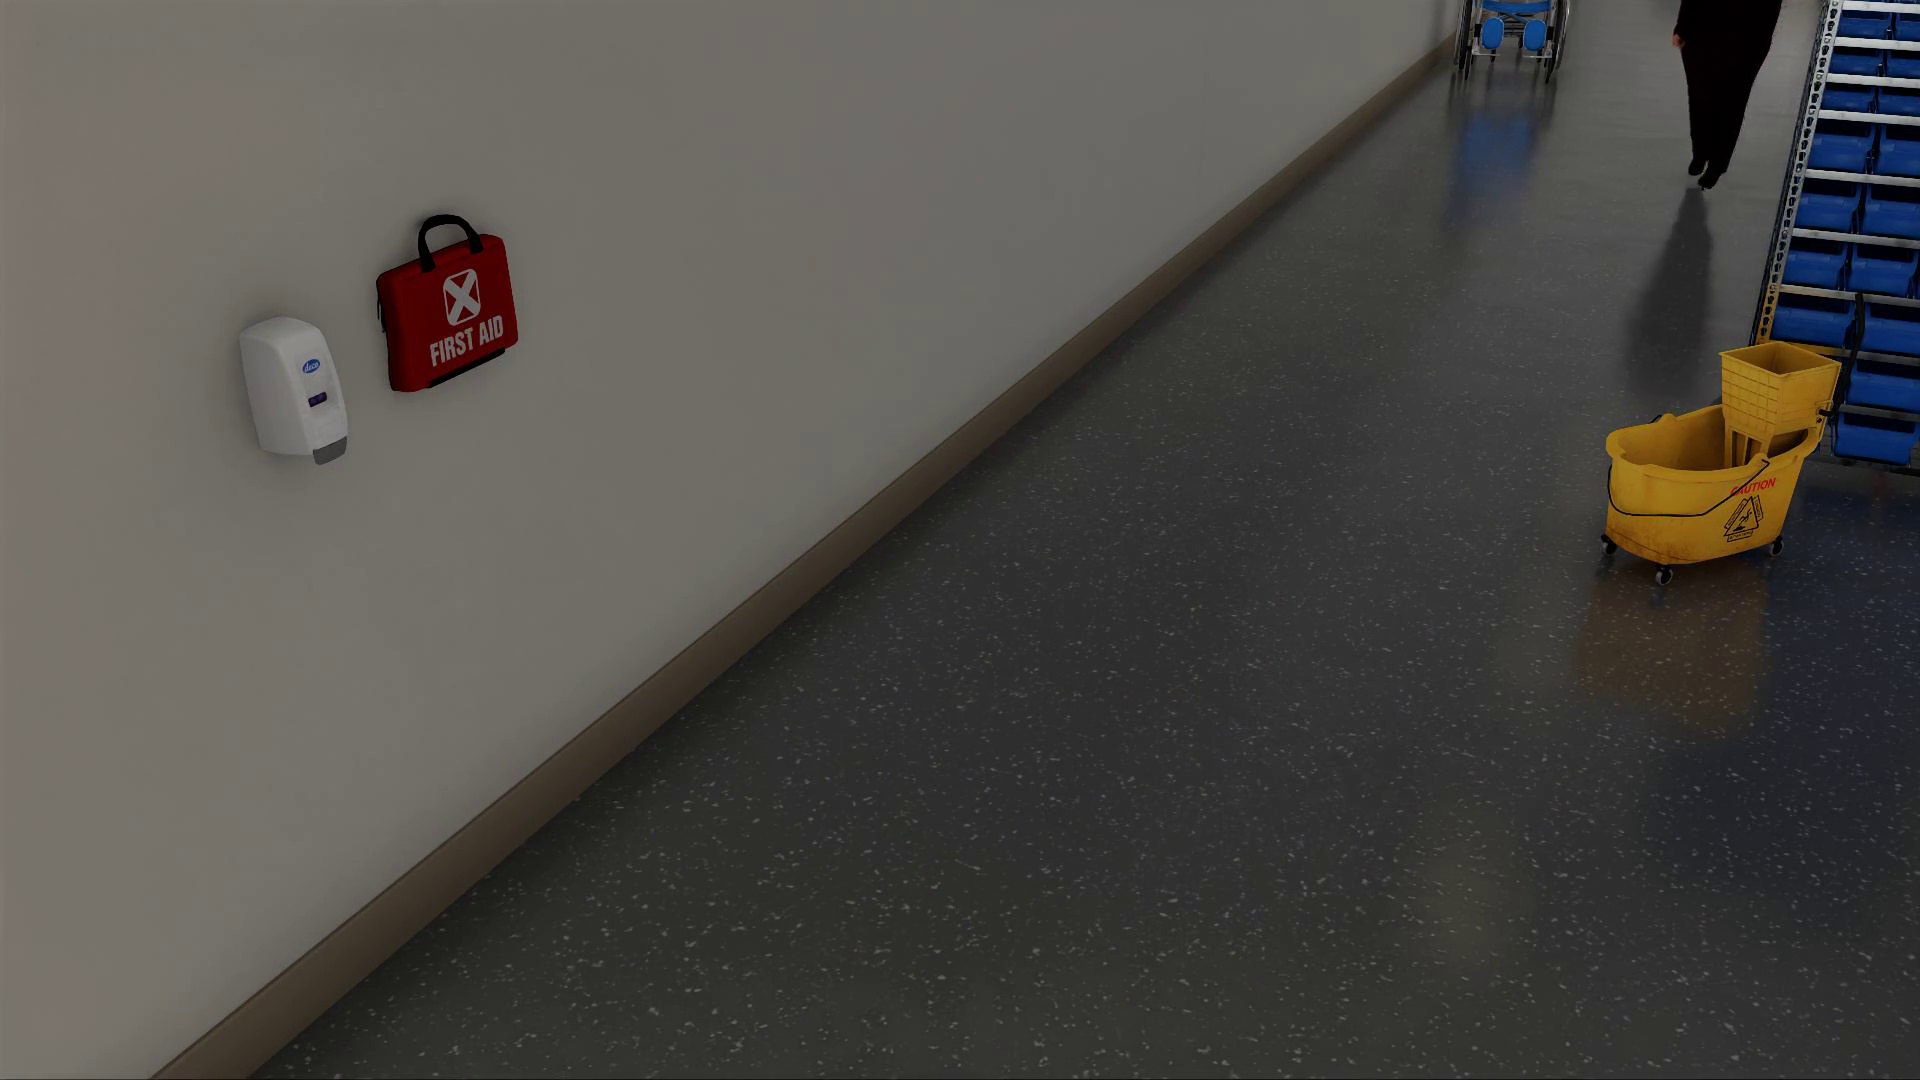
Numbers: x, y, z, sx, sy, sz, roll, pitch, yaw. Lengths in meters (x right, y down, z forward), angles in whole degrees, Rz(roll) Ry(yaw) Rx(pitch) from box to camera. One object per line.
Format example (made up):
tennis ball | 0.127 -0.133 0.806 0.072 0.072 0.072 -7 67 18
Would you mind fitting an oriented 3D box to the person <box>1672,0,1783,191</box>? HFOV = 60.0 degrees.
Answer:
person | 4.514 -2.944 9.793 1.114 1.714 0.878 18 31 33
